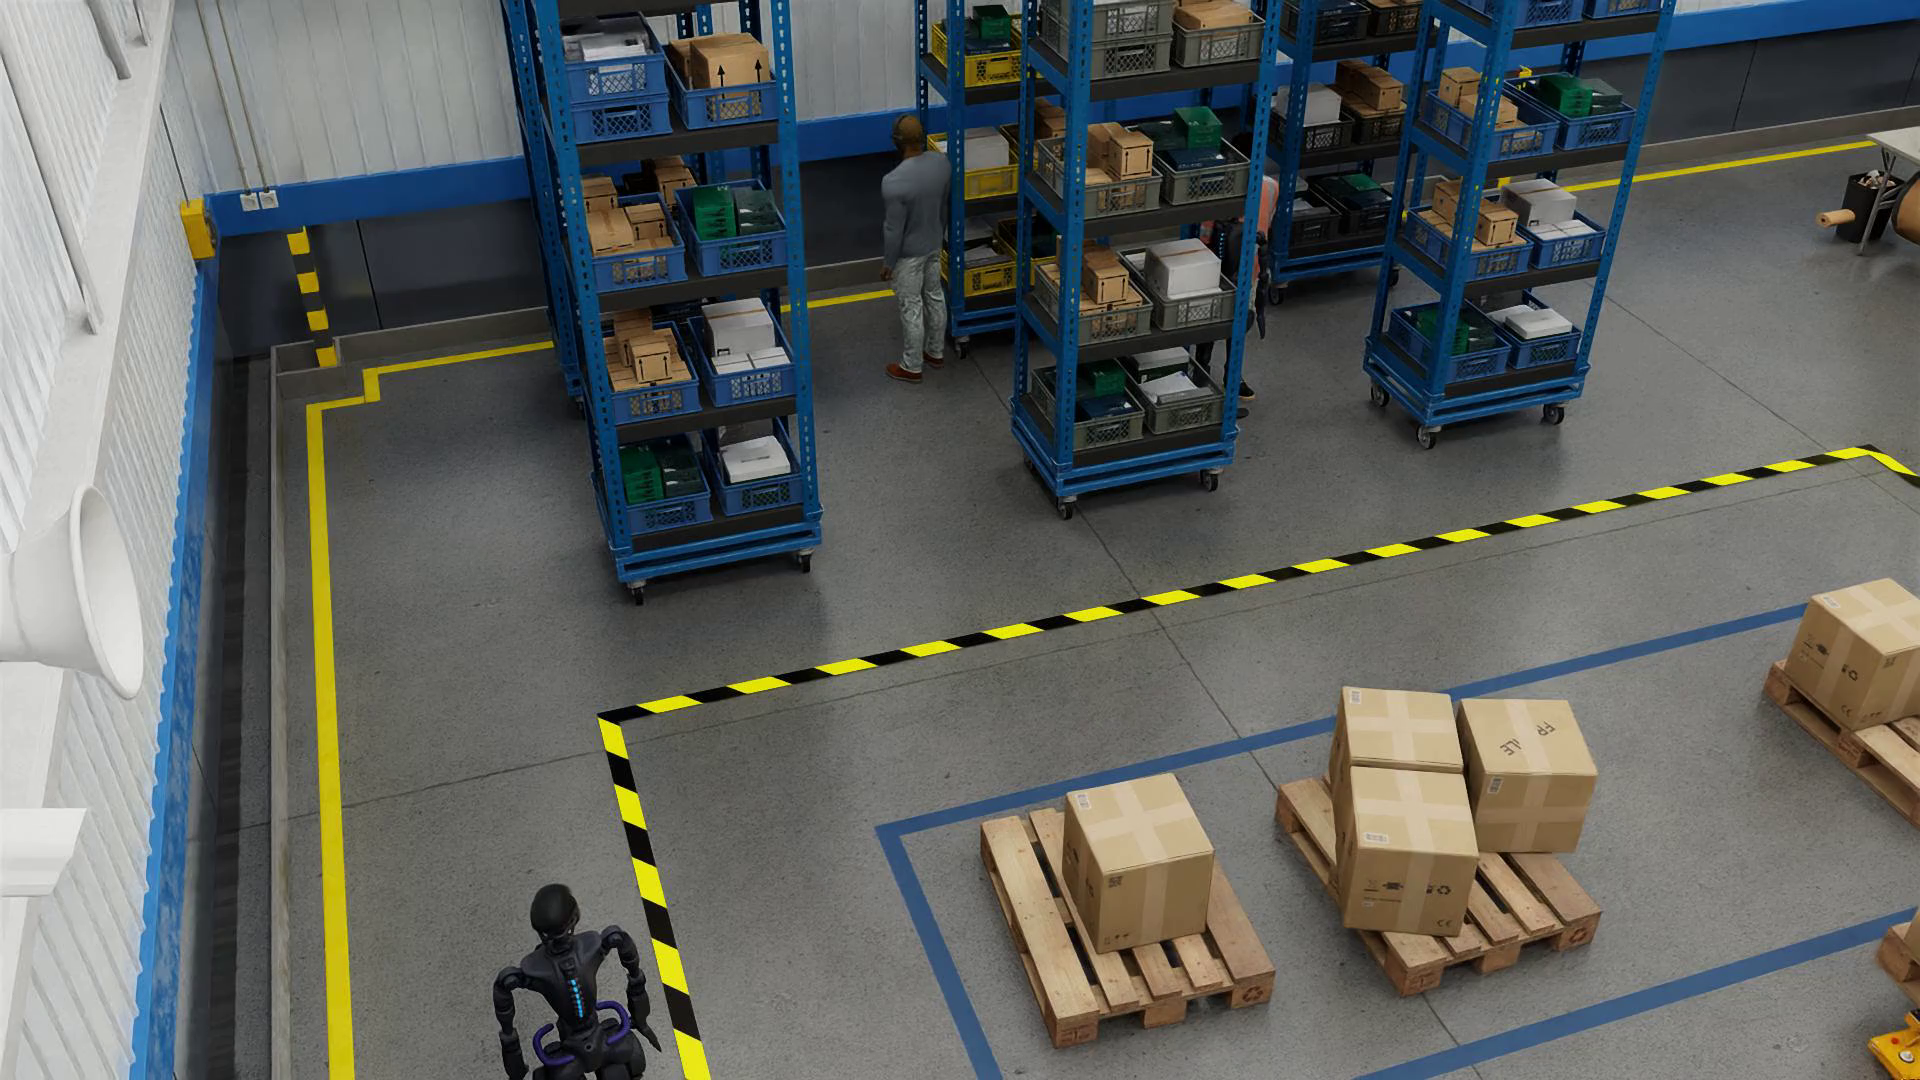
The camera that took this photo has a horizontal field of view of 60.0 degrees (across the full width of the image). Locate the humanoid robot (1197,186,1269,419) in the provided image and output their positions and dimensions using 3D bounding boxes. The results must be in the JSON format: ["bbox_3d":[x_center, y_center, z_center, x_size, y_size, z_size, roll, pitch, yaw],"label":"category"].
[{"bbox_3d":[1.767,-1.586,11.072,0.599,1.653,0.315,26,43,32],"label":"humanoid robot"}]

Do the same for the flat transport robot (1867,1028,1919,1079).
[{"bbox_3d":[4.650,2.167,6.958,1.431,0.197,0.652,-9,36,-12],"label":"flat transport robot"}]

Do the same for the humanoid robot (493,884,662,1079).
[{"bbox_3d":[-1.397,1.898,6.132,0.599,1.653,0.315,-18,39,-24],"label":"humanoid robot"}]

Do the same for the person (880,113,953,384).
[{"bbox_3d":[-0.314,-1.990,11.435,0.372,1.934,0.626,26,43,32],"label":"person"}]

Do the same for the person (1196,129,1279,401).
[{"bbox_3d":[1.842,-1.800,11.136,0.613,1.963,0.361,-17,39,-22],"label":"person"}]
